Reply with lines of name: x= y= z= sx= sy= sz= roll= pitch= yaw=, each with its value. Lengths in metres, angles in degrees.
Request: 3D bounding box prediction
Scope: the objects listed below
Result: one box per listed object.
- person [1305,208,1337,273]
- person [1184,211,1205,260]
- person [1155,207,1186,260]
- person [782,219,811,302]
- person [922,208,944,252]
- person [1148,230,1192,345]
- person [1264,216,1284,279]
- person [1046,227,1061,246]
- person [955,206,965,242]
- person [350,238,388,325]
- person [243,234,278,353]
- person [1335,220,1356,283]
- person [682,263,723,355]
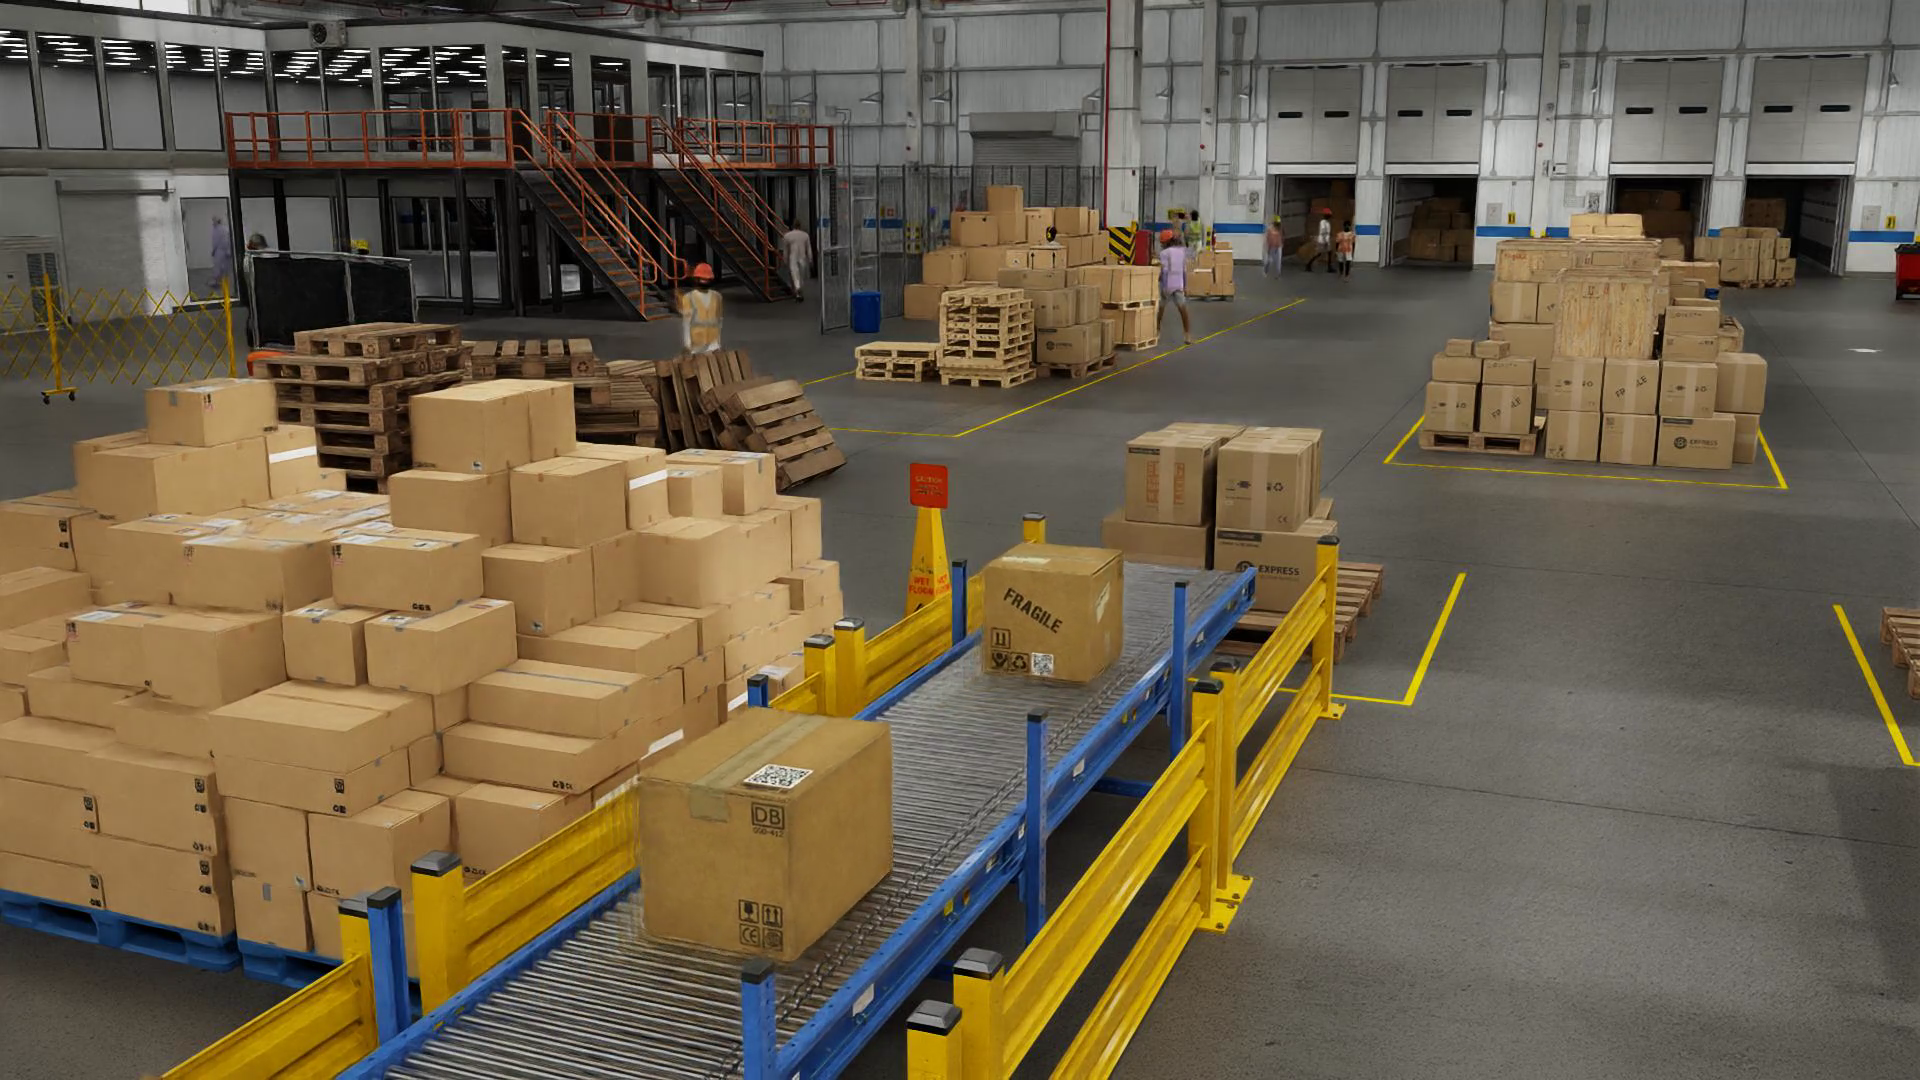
person: x=10.684 y=-8.832 z=49.015 sx=0.865 sy=1.909 sz=0.546 roll=10 pitch=16 yaw=37
person: x=7.037 y=-8.954 z=49.828 sx=0.631 sy=1.782 sz=0.991 roll=-1 pitch=13 yaw=-5
person: x=6.597 y=-9.423 z=51.801 sx=0.949 sy=1.857 sz=0.573 roll=1 pitch=13 yaw=4
person: x=-3.718 y=-6.384 z=38.054 sx=0.679 sy=1.895 sz=0.739 roll=-5 pitch=13 yaw=-20
person: x=-0.791 y=-8.681 z=48.301 sx=0.650 sy=1.912 sz=0.775 roll=1 pitch=13 yaw=3
person: x=3.681 y=-4.413 z=29.042 sx=0.696 sy=1.973 sz=0.947 roll=-8 pitch=15 yaw=-33
person: x=8.741 y=-8.134 z=46.220 sx=0.531 sy=1.744 sz=0.721 roll=-4 pitch=13 yaw=-16
person: x=1.847 y=-5.391 z=33.651 sx=0.336 sy=1.873 sz=0.521 roll=8 pitch=15 yaw=33
person: x=-0.001 y=-8.463 z=47.148 sx=0.610 sy=1.995 sz=0.375 roll=4 pitch=13 yaw=19
person: x=-9.899 y=-4.096 z=27.843 sx=1.013 sy=1.864 sz=0.592 roll=3 pitch=13 yaw=14
person: x=-11.575 y=-4.087 z=27.417 sx=0.642 sy=2.000 sz=0.760 roll=-4 pitch=13 yaw=-16
person: x=10.378 y=-7.776 z=44.753 sx=0.547 sy=1.683 sz=0.512 roll=4 pitch=13 yaw=16
person: x=-3.168 y=-2.465 z=20.507 sx=0.558 sy=1.893 sz=1.019 roll=-7 pitch=15 yaw=-30
